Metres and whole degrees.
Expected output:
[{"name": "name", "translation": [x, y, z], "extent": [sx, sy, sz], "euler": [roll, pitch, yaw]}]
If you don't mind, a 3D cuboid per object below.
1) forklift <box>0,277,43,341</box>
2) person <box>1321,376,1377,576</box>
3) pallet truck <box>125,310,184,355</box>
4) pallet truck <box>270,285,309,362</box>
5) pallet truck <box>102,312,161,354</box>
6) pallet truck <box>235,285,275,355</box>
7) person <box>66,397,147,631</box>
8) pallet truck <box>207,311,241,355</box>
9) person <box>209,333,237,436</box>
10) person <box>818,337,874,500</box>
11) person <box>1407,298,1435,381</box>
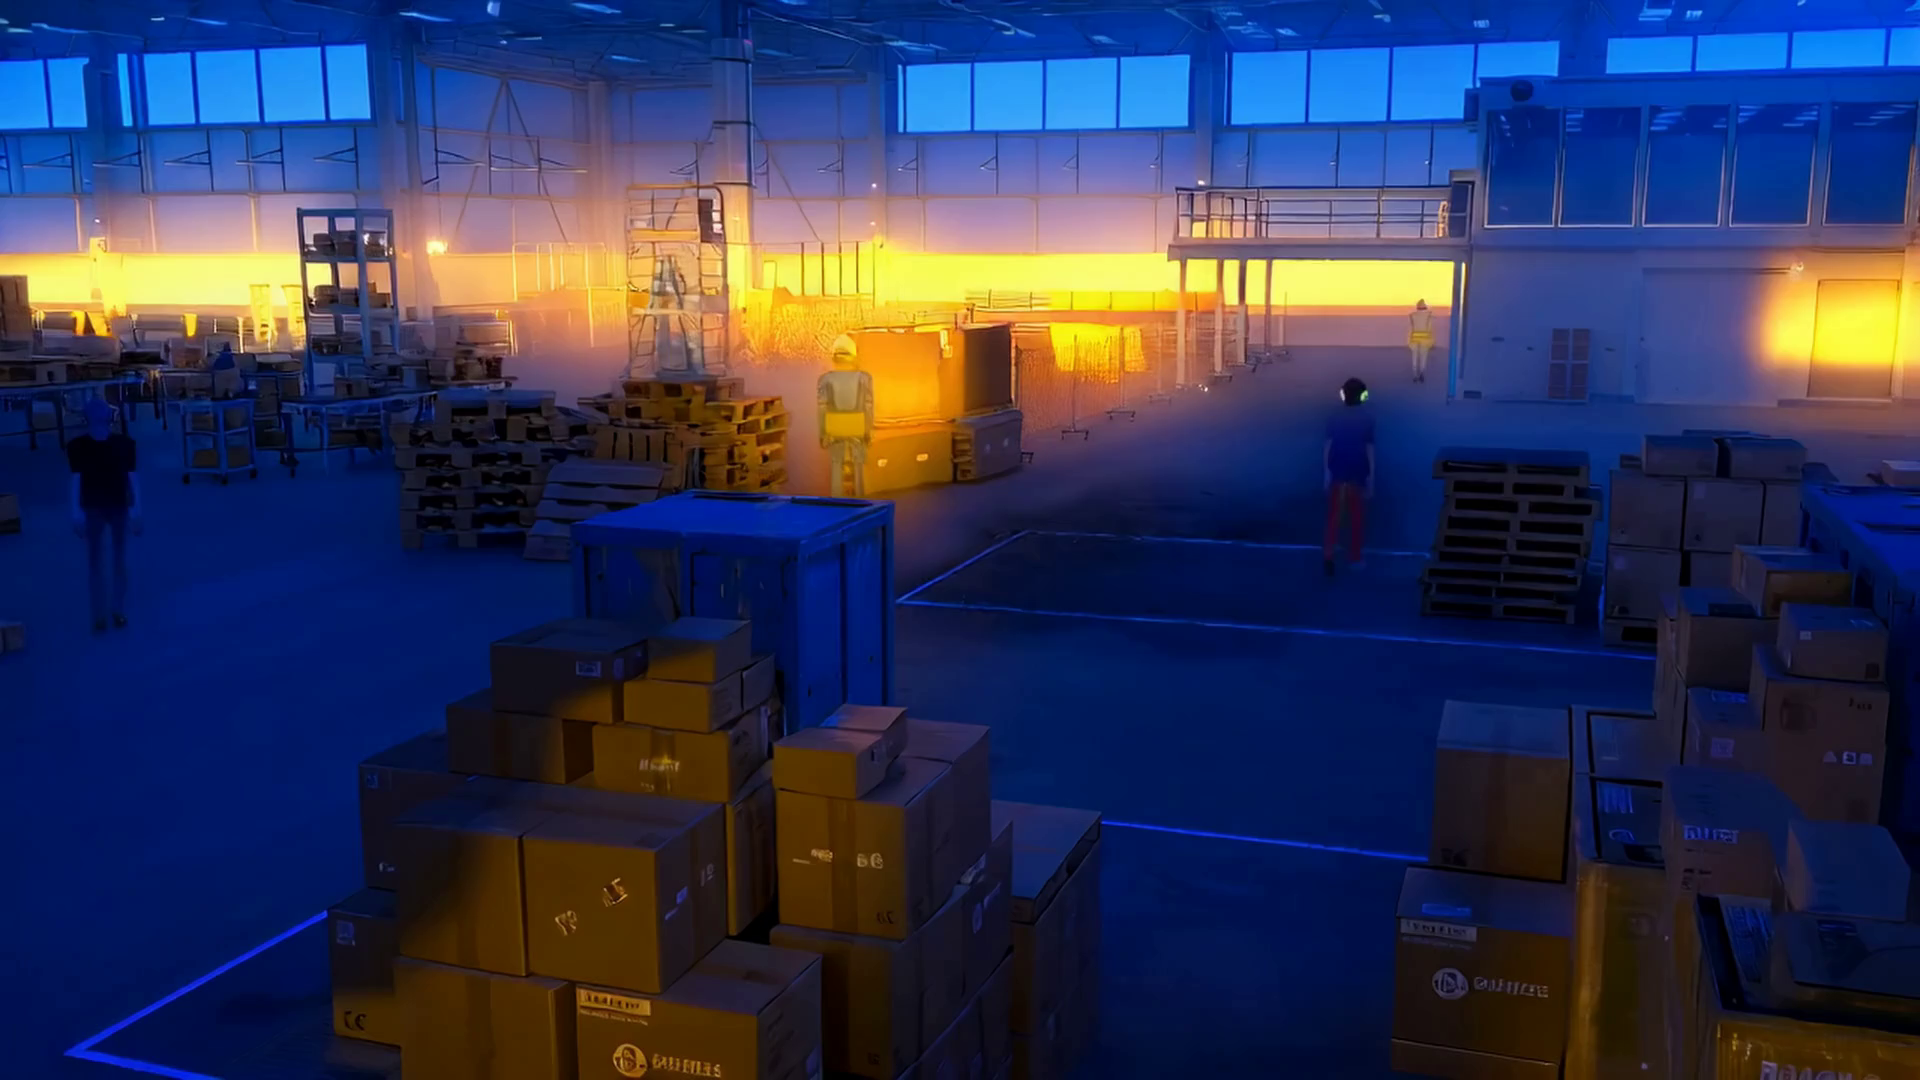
[{"name": "forklift", "translation": [-27.151, -6.329, 46.328], "extent": [1.157, 1.987, 2.680], "euler": [3, 11, 17]}, {"name": "person", "translation": [3.561, -0.581, 15.289], "extent": [0.531, 1.843, 0.799], "euler": [6, 12, 31]}, {"name": "pallet truck", "translation": [-22.038, -5.665, 45.457], "extent": [0.704, 1.261, 1.522], "euler": [3, 11, 17]}, {"name": "pallet truck", "translation": [-17.147, -5.700, 43.663], "extent": [0.823, 1.965, 1.885], "euler": [3, 11, 17]}, {"name": "pallet truck", "translation": [-23.057, -5.777, 46.261], "extent": [0.680, 1.201, 1.601], "euler": [3, 11, 19]}, {"name": "pallet truck", "translation": [-18.327, -5.835, 44.421], "extent": [0.823, 1.965, 1.885], "euler": [4, 11, 23]}, {"name": "person", "translation": [-6.703, -0.201, 13.104], "extent": [0.506, 1.853, 0.498], "euler": [-6, 12, -29]}, {"name": "pallet truck", "translation": [-19.537, -5.575, 44.913], "extent": [0.653, 1.274, 1.630], "euler": [3, 11, 19]}, {"name": "person", "translation": [-10.699, -2.122, 24.179], "extent": [0.324, 1.763, 0.524], "euler": [0, 10, 2]}, {"name": "person", "translation": [-1.234, -1.175, 18.050], "extent": [0.605, 2.044, 0.374], "euler": [-1, 10, -4]}, {"name": "person", "translation": [10.205, -4.422, 36.852], "extent": [0.590, 1.862, 0.651], "euler": [4, 11, 20]}]
